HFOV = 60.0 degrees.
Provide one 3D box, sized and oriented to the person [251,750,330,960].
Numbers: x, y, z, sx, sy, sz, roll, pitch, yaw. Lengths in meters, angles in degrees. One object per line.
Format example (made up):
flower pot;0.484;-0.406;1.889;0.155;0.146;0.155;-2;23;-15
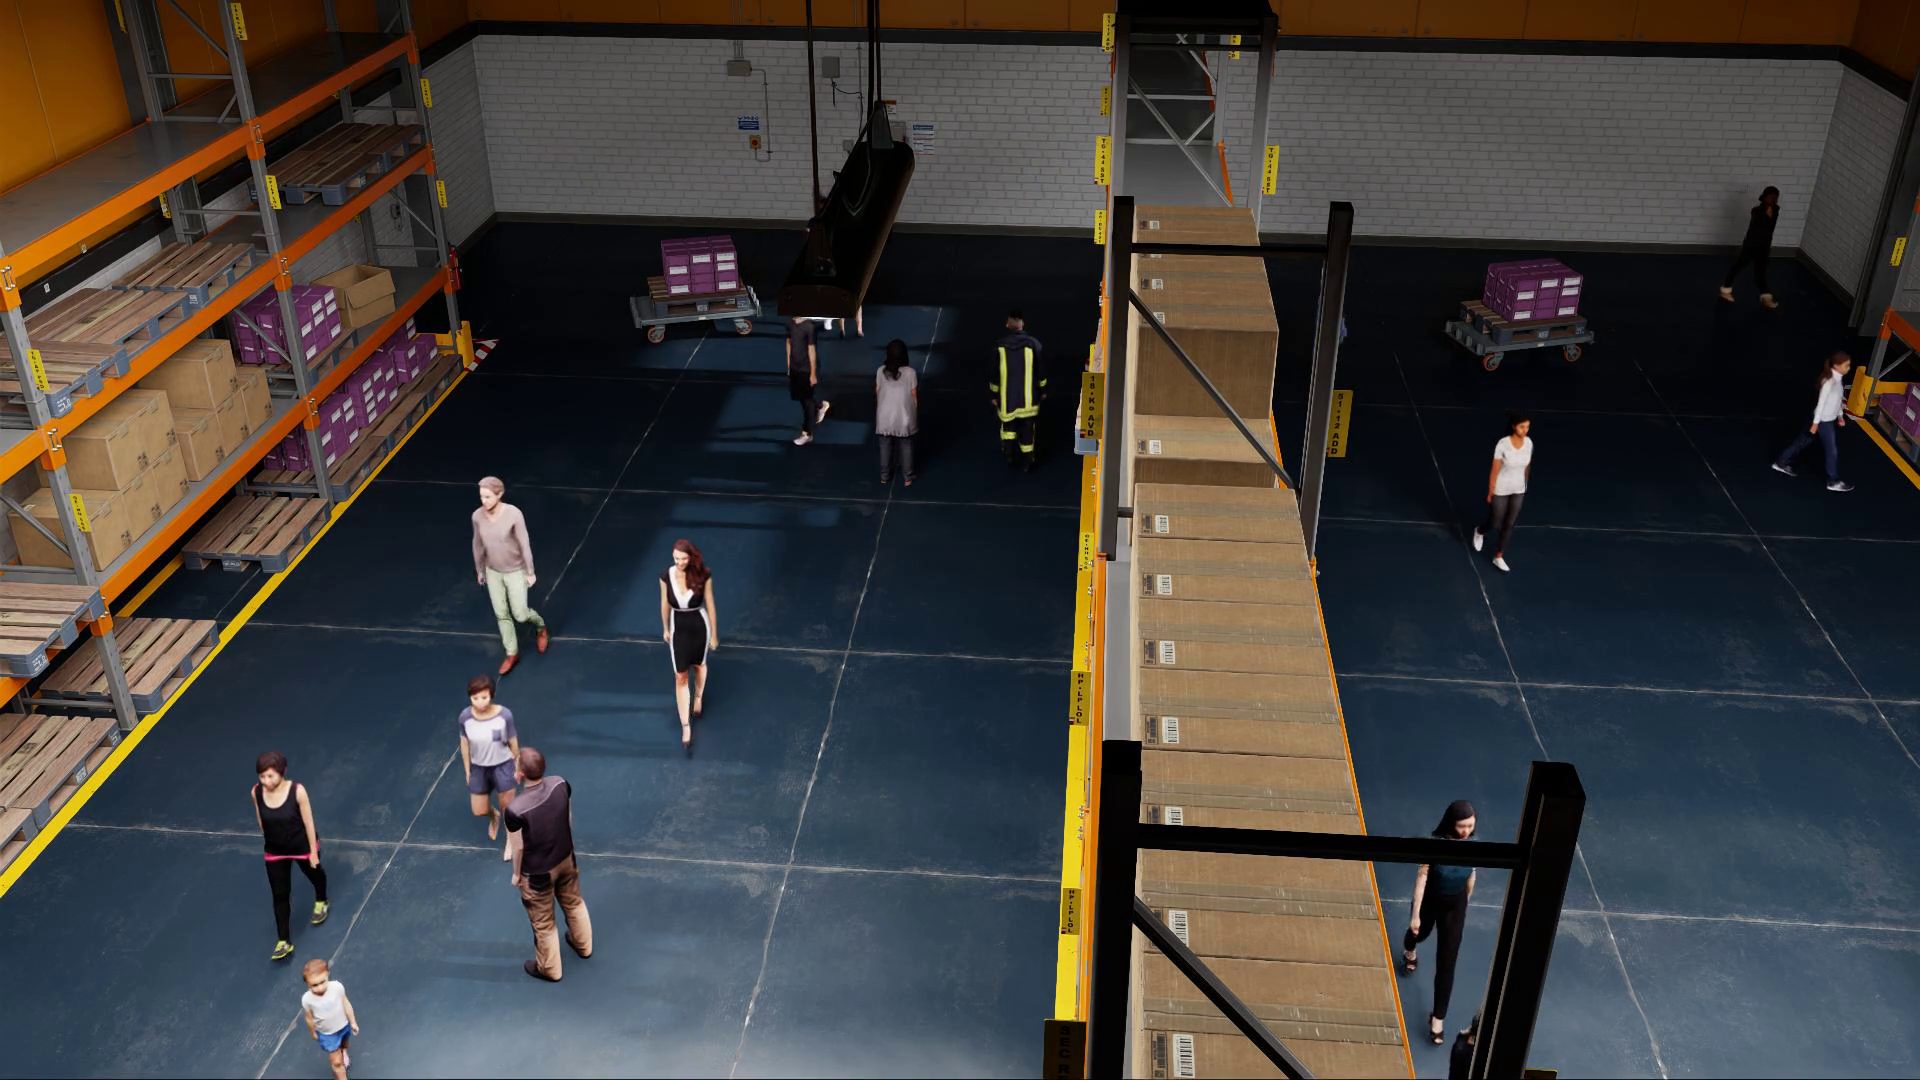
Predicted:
person;-4.616;2.063;11.560;0.641;1.523;0.980;-1;29;-2

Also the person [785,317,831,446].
person;-1.691;-1.949;18.682;0.938;1.747;1.033;23;36;36

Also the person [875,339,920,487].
person;-0.688;-1.363;17.756;0.624;1.604;0.656;4;29;7

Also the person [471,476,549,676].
person;-3.925;0.245;14.536;0.734;1.865;0.847;6;29;11

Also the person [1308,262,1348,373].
person;4.442;-2.842;20.360;0.763;1.708;0.699;16;32;27

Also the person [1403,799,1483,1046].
person;3.084;2.356;10.843;0.605;1.695;1.067;1;29;1

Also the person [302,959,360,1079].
person;-3.926;2.993;10.394;0.670;1.006;0.760;-19;34;-31

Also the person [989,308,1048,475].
person;0.606;-1.575;17.881;0.770;1.857;0.687;6;29;10

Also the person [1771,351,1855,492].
person;9.121;-1.304;17.742;0.985;1.514;1.062;21;35;33

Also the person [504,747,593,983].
person;-2.759;2.134;11.099;0.835;1.840;0.721;20;34;32

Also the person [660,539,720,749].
person;-2.213;0.743;13.722;0.714;1.770;1.044;-2;29;-3

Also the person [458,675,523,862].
person;-3.457;1.630;12.318;0.631;1.558;0.674;-3;29;-6

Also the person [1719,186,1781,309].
person;10.728;-3.961;22.502;1.094;1.619;0.843;1;29;2

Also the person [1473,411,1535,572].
person;5.272;-0.514;16.167;0.721;1.636;0.854;-7;29;-13

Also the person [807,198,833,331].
person;-1.773;-3.659;21.847;0.713;1.716;0.940;-4;29;-7
